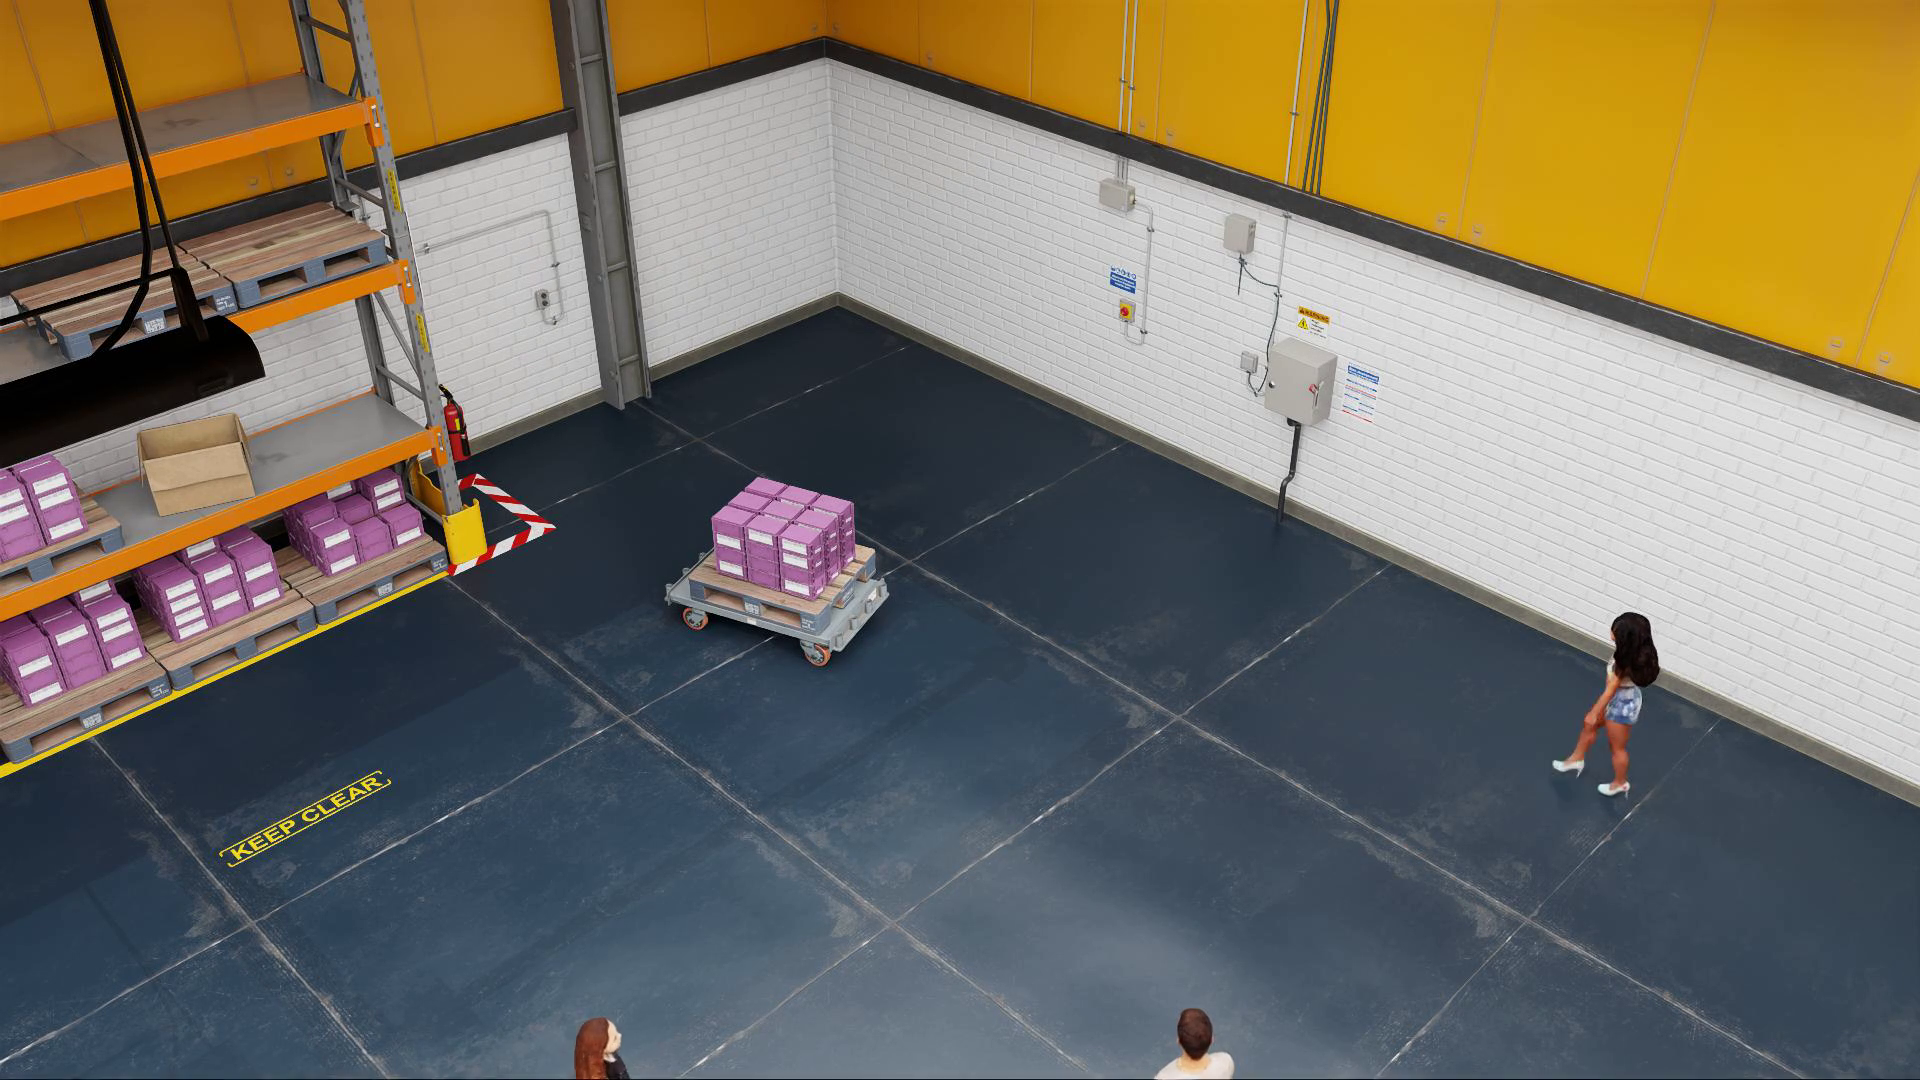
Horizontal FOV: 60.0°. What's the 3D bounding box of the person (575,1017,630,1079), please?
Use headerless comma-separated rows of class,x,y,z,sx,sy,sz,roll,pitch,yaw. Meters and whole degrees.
person,-1.931,3.094,8.850,1.027,1.460,0.855,-9,35,-13

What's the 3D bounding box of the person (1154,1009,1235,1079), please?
person,1.165,3.087,8.496,0.621,1.863,0.779,-16,37,-22

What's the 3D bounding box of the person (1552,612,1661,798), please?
person,4.661,1.204,11.576,0.776,1.590,0.794,17,37,24
